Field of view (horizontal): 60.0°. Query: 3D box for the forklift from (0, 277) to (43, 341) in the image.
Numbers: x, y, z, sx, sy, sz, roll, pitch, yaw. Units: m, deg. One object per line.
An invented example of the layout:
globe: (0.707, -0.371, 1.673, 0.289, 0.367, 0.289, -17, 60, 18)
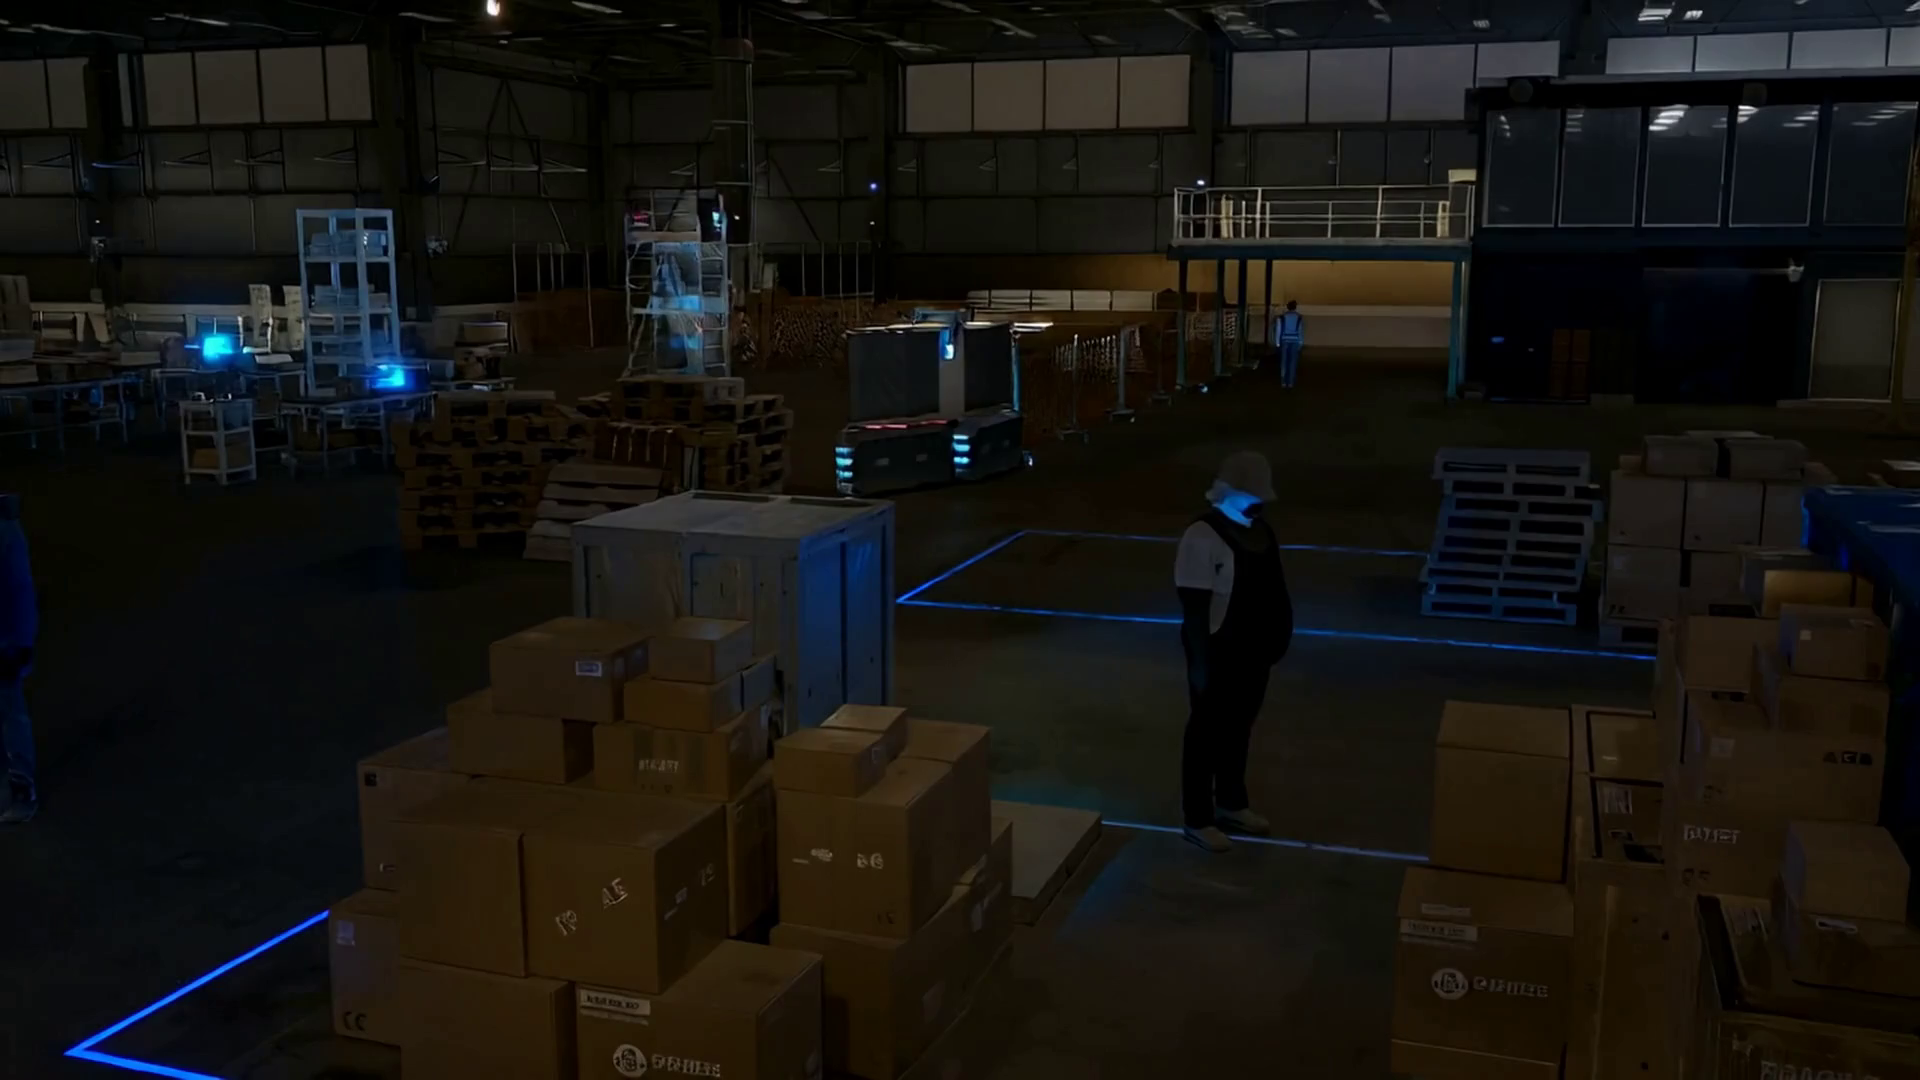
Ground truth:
forklift: (-27.151, -6.329, 46.328, 1.157, 1.987, 2.680, 3, 11, 17)

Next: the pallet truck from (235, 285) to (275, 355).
pallet truck: (-18.327, -5.835, 44.421, 0.823, 1.965, 1.885, 4, 11, 23)

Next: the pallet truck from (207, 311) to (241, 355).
pallet truck: (-19.537, -5.575, 44.913, 0.653, 1.274, 1.630, 3, 11, 19)

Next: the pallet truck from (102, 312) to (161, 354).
pallet truck: (-23.057, -5.777, 46.261, 0.680, 1.201, 1.601, 3, 11, 19)

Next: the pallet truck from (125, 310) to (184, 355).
pallet truck: (-22.038, -5.665, 45.457, 0.704, 1.261, 1.522, 3, 11, 17)

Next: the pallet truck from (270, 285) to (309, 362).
pallet truck: (-17.147, -5.700, 43.663, 0.823, 1.965, 1.885, 3, 11, 17)

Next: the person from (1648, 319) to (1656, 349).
person: (14.598, -4.027, 35.282, 0.378, 1.619, 0.518, 9, 13, 41)

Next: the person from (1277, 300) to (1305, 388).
person: (7.031, -4.162, 35.351, 0.574, 1.873, 0.406, 3, 11, 18)

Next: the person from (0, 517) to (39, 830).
person: (-5.112, 0.522, 8.626, 0.624, 1.993, 0.385, 1, 10, 4)

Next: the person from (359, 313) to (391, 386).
person: (-11.817, -3.939, 33.615, 0.605, 2.045, 0.381, -7, 13, -36)

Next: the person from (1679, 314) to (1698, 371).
person: (16.722, -4.667, 38.267, 0.519, 1.849, 0.808, -7, 12, -33)

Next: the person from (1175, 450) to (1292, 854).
person: (1.409, 0.539, 8.405, 0.535, 2.000, 0.687, 8, 13, 40)
